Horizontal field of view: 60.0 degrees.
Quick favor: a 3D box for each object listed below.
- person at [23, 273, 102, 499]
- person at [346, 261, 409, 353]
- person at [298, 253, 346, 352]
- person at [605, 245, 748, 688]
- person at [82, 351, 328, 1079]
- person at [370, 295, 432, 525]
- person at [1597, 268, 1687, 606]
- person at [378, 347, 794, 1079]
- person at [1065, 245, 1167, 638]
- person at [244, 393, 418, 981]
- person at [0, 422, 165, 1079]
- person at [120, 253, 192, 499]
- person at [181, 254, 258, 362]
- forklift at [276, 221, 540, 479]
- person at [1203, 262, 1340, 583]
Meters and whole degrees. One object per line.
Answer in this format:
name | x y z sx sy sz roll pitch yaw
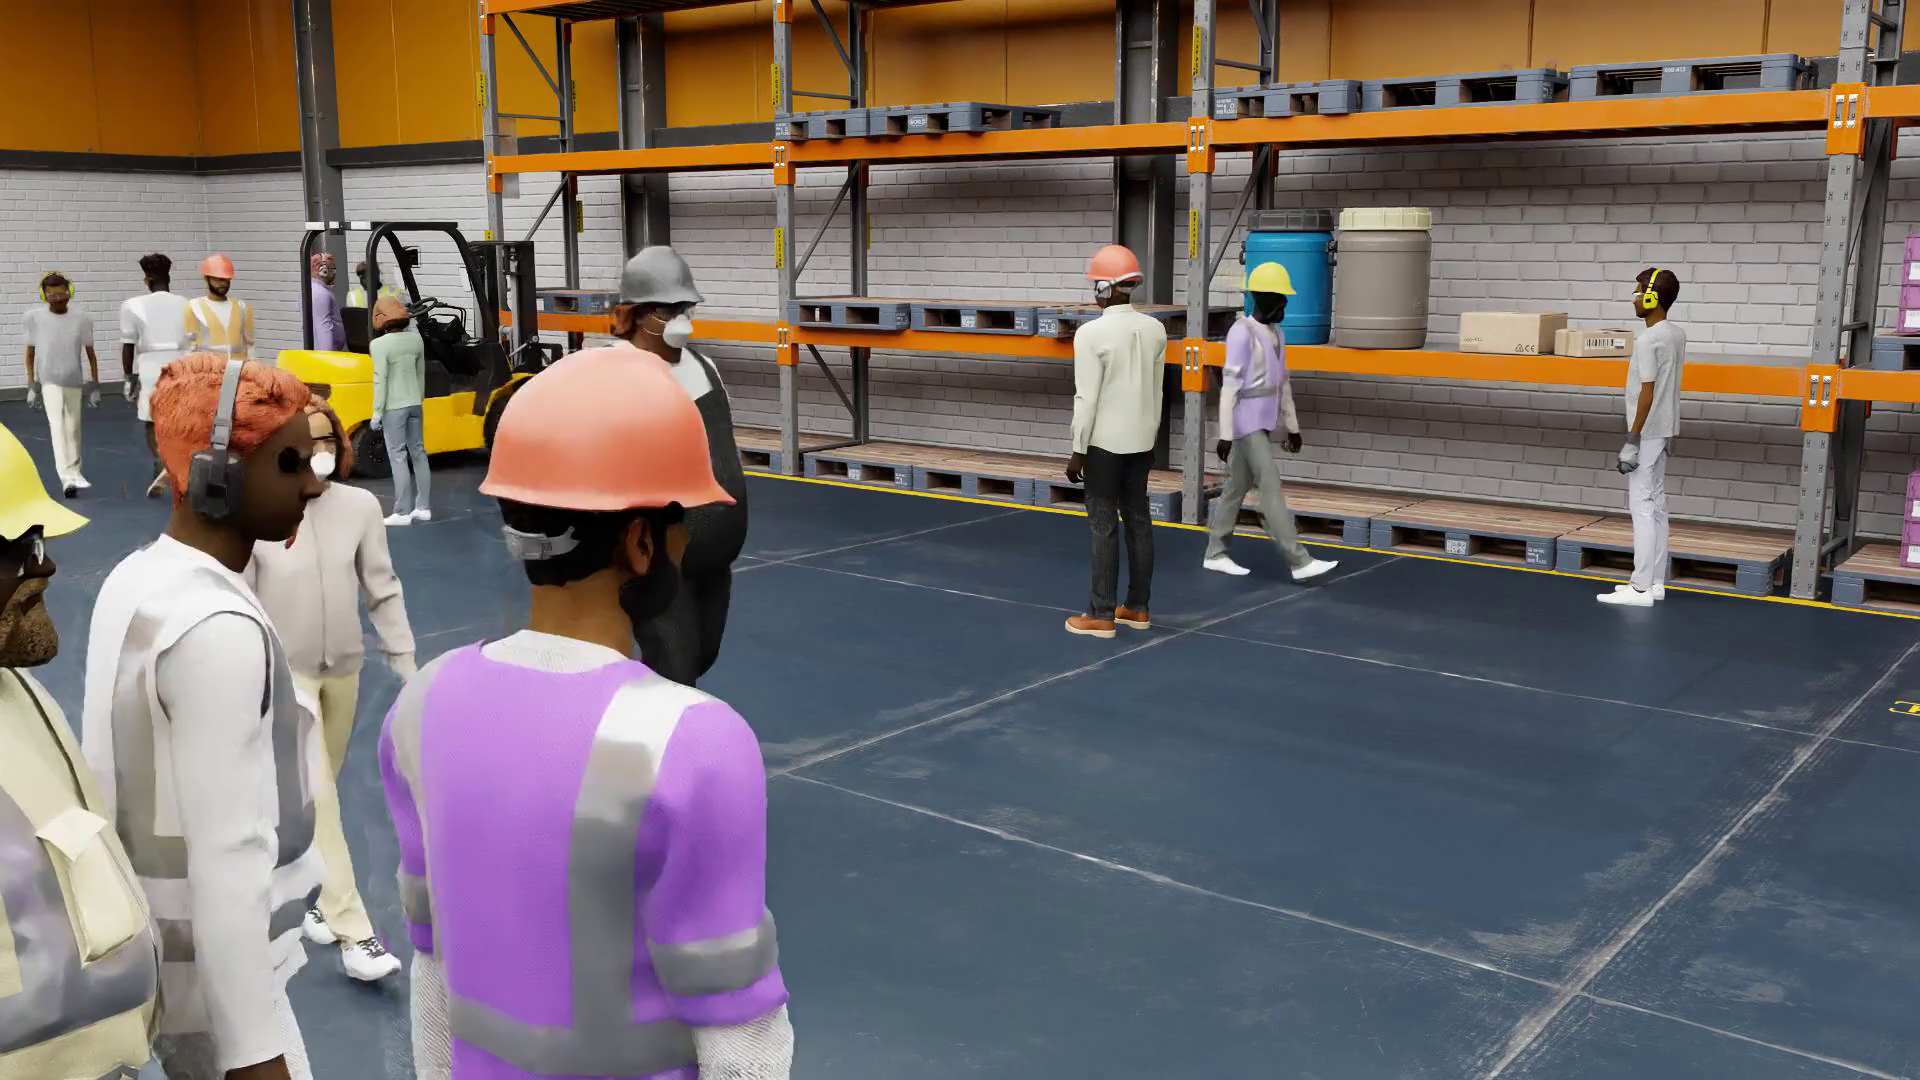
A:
person | -7.125 -1.231 13.233 0.533 1.759 1.121 -8 13 -36
person | -5.886 -1.924 16.917 0.641 1.821 0.574 1 10 7
person | -5.953 -1.730 15.618 0.399 1.900 0.645 -6 12 -29
person | -1.070 -0.028 5.785 0.848 2.000 0.689 7 12 32
person | -1.215 0.662 2.493 0.605 1.868 0.631 -7 12 -33
person | -4.000 -0.920 11.856 0.282 1.633 0.498 5 11 24
person | 3.807 -0.566 9.240 0.328 1.872 0.513 9 13 40
person | -0.468 0.738 1.914 0.546 1.911 0.856 7 13 36
person | 0.792 -0.499 8.519 0.612 1.997 0.376 -9 13 -40
person | -1.721 0.401 4.594 0.776 1.597 0.527 7 12 34
person | -1.241 0.731 2.153 0.403 1.834 0.589 -3 11 -16
person | -6.175 -1.268 12.986 0.642 1.928 0.767 -6 12 -29
person | -5.886 -1.310 13.234 0.548 1.917 0.620 -9 14 -42
forklift | -4.922 -1.741 14.854 1.214 2.155 2.313 8 13 38
person | 1.857 -0.680 9.820 0.945 1.880 0.617 6 12 31
